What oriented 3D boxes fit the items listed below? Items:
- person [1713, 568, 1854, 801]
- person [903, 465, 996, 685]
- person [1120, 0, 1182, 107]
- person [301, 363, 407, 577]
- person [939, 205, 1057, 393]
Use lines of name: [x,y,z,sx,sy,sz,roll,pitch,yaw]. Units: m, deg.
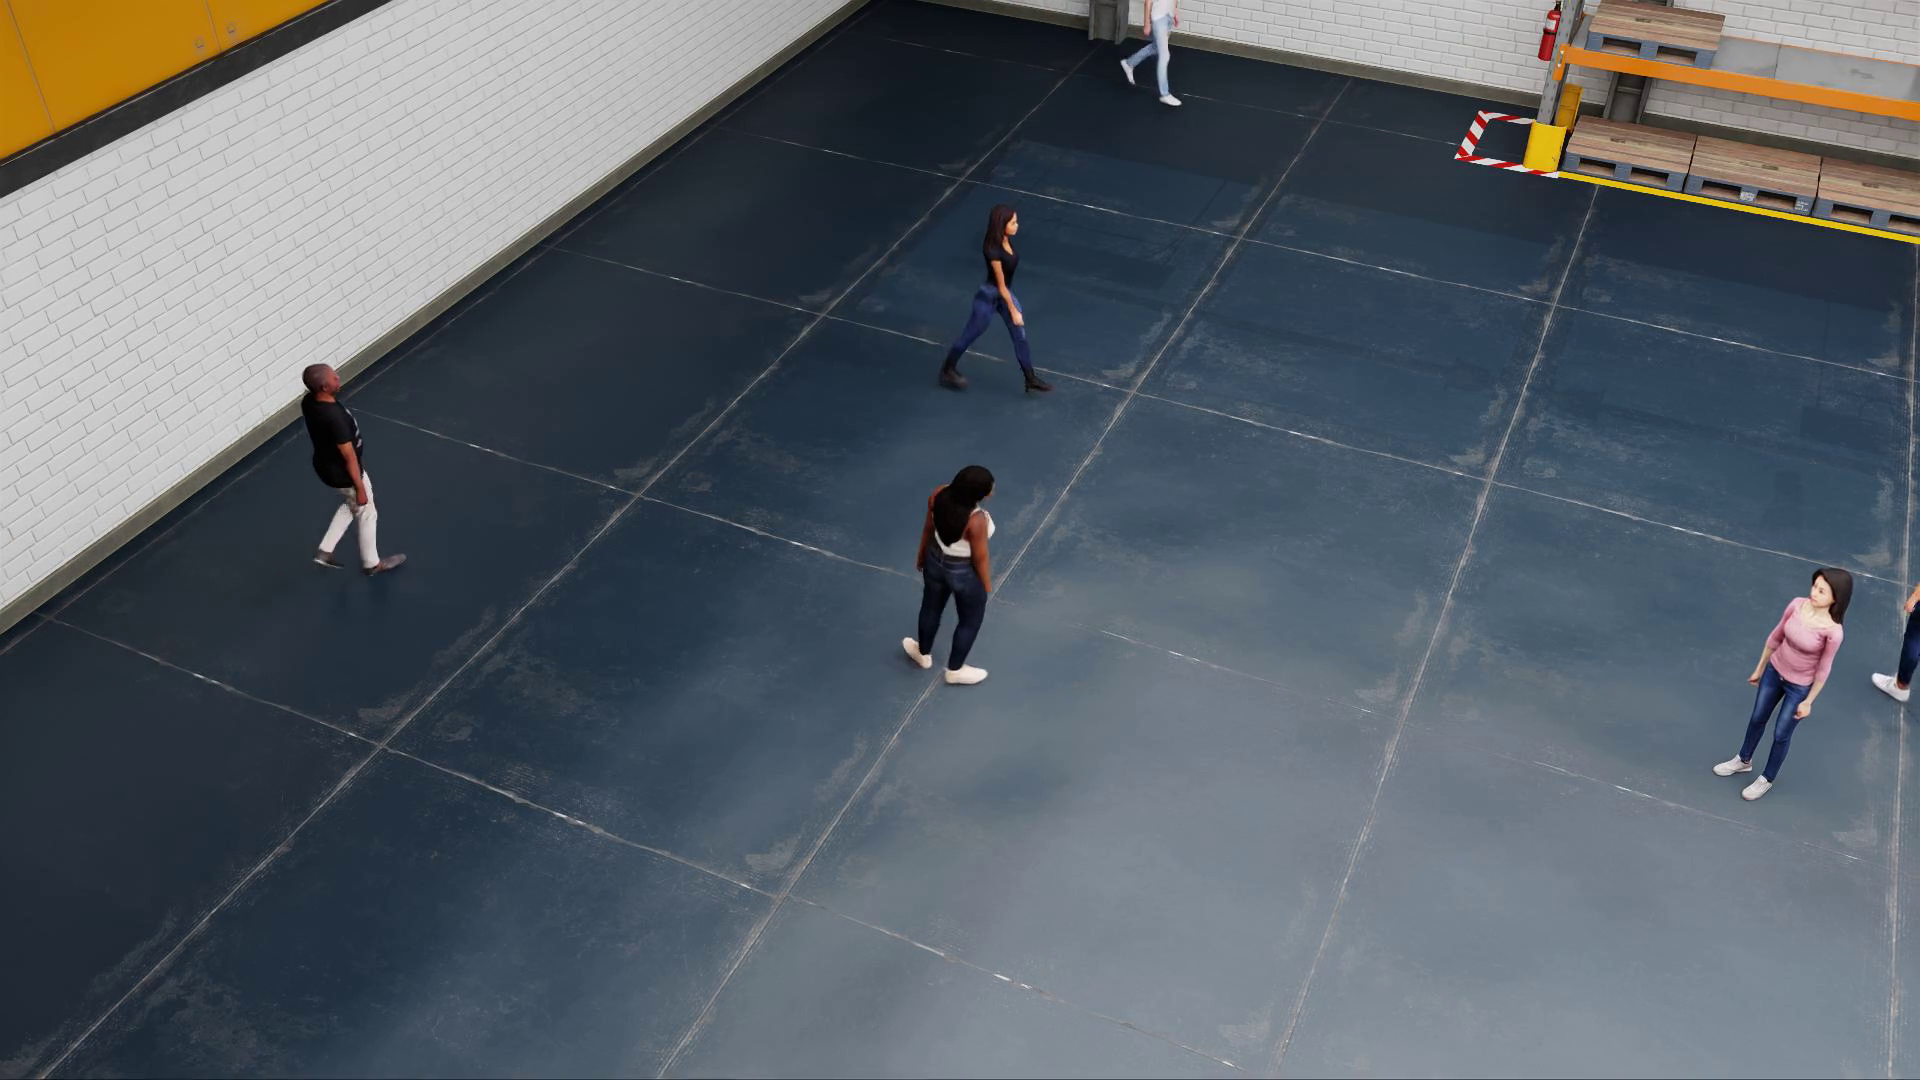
person: [5.034,0.858,10.084,0.712,1.742,0.643,-14,41,-17]
person: [-0.102,0.203,10.877,0.716,1.776,0.976,22,44,25]
person: [2.134,-5.762,18.305,1.189,1.828,0.814,25,45,28]
person: [-4.399,-0.432,11.660,0.877,1.793,0.879,32,48,33]
person: [0.180,-1.925,13.618,1.236,1.682,0.628,12,40,14]
